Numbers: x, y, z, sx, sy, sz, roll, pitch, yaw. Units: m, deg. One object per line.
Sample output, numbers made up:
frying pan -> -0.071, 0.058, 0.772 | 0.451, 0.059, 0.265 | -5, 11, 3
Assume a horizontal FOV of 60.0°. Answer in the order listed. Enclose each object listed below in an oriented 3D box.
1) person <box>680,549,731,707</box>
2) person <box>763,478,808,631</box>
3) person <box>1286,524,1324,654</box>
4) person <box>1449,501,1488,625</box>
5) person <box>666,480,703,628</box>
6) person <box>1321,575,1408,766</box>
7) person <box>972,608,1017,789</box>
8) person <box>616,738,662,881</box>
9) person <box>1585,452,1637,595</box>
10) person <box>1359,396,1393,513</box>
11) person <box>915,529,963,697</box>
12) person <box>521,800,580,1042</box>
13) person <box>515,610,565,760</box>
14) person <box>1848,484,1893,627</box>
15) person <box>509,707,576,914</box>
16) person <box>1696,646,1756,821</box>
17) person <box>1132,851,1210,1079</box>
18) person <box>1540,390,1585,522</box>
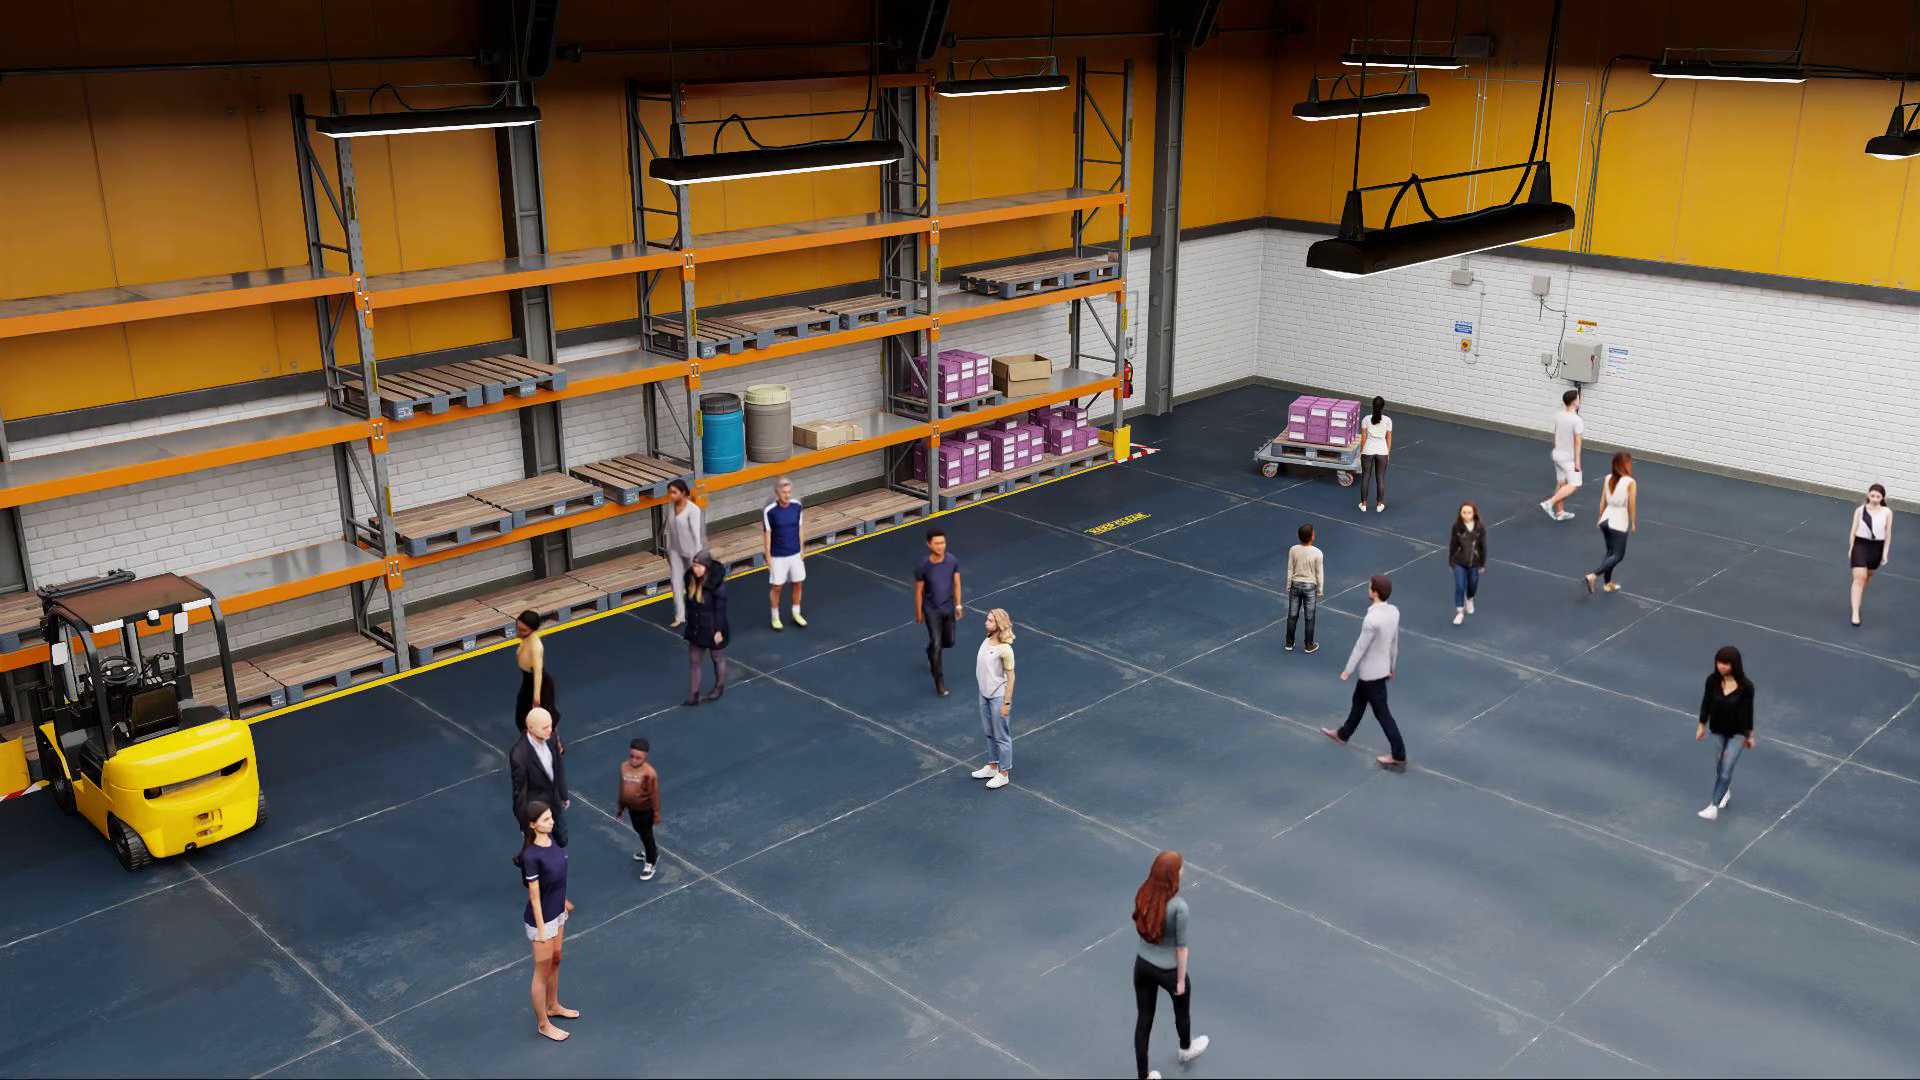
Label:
person -> -2.533, 0.866, 17.027 | 0.835, 1.655, 0.966 | 9, 21, 24
person -> -2.008, 0.138, 18.922 | 0.609, 1.825, 0.752 | -11, 22, -30
person -> 3.785, 0.526, 18.336 | 0.619, 1.464, 0.607 | 8, 20, 23
person -> 5.850, 0.234, 19.195 | 0.730, 1.468, 0.818 | 6, 19, 16
person -> -3.109, 0.115, 19.175 | 0.891, 1.707, 1.115 | 8, 20, 22
person -> 3.970, 1.265, 15.611 | 0.841, 1.804, 1.151 | 14, 23, 37
person -> 0.335, 1.432, 15.240 | 0.626, 1.723, 0.672 | -11, 22, -30
person -> -2.634, 2.185, 13.756 | 0.633, 1.244, 0.646 | 15, 24, 38
person -> 7.785, -0.165, 19.913 | 0.978, 1.767, 0.753 | -10, 21, -27
person -> 5.789, -1.206, 23.194 | 0.656, 1.647, 0.688 | 4, 19, 11
person -> -0.240, 0.698, 17.333 | 1.025, 1.778, 0.949 | -7, 20, -19
person -> -2.902, 2.625, 11.630 | 0.720, 1.767, 0.636 | 3, 19, 8
person -> -3.909, 1.382, 15.541 | 0.728, 1.626, 0.663 | -9, 21, -25
person -> 10.511, 0.145, 19.250 | 0.855, 1.603, 1.139 | 7, 20, 20
person -> -3.379, 2.101, 13.171 | 0.950, 1.775, 0.950 | 7, 20, 21
person -> 6.847, 1.666, 14.735 | 0.596, 1.603, 0.934 | 17, 25, 41
person -> 1.265, 2.879, 10.949 | 0.620, 1.719, 0.951 | 15, 24, 38
person -> 8.187, -1.124, 22.633 | 1.008, 1.848, 0.908 | -5, 19, -16
